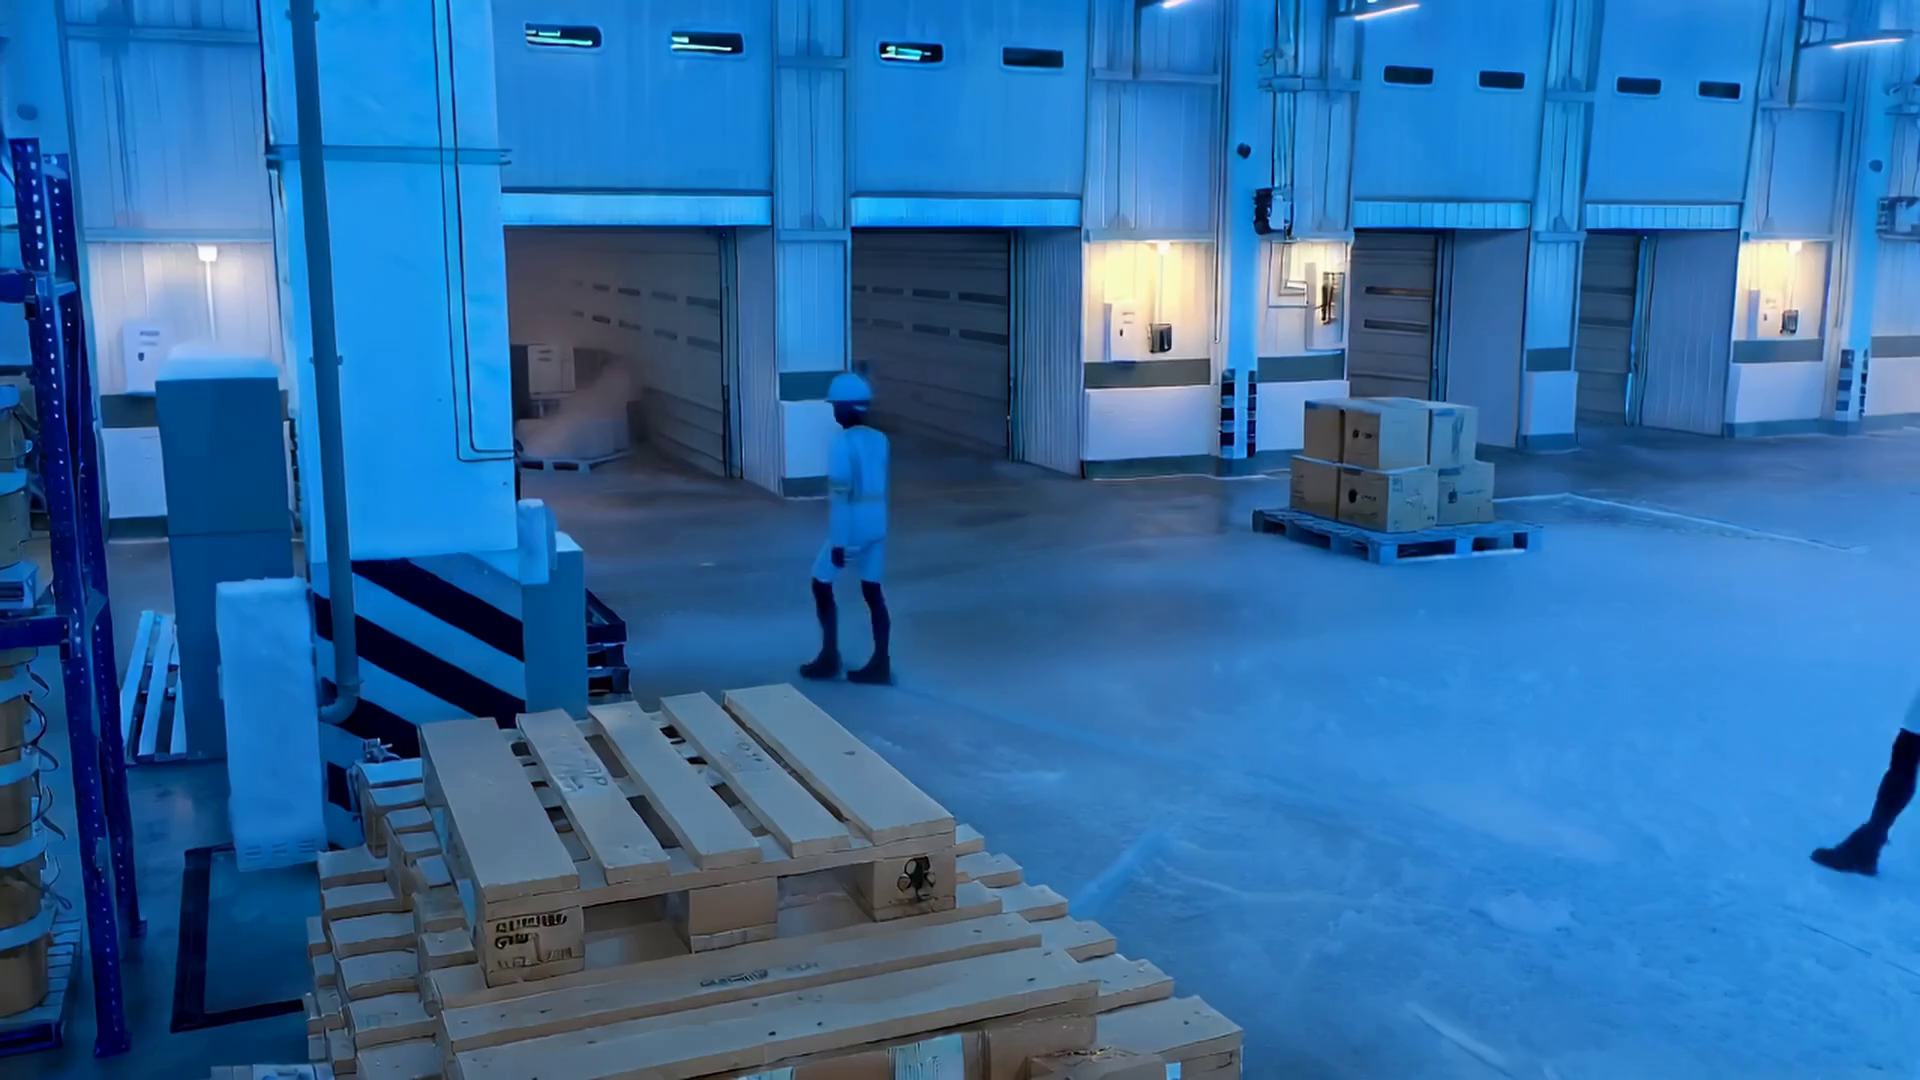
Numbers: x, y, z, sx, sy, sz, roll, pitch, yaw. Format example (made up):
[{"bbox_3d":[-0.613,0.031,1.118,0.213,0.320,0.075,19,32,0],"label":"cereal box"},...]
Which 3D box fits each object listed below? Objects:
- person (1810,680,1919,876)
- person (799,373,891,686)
[{"bbox_3d":[4.195,0.540,6.975,0.981,1.888,0.547,-1,10,-5],"label":"person"},{"bbox_3d":[-0.711,-0.062,10.184,0.729,1.909,0.587,7,12,33],"label":"person"}]
